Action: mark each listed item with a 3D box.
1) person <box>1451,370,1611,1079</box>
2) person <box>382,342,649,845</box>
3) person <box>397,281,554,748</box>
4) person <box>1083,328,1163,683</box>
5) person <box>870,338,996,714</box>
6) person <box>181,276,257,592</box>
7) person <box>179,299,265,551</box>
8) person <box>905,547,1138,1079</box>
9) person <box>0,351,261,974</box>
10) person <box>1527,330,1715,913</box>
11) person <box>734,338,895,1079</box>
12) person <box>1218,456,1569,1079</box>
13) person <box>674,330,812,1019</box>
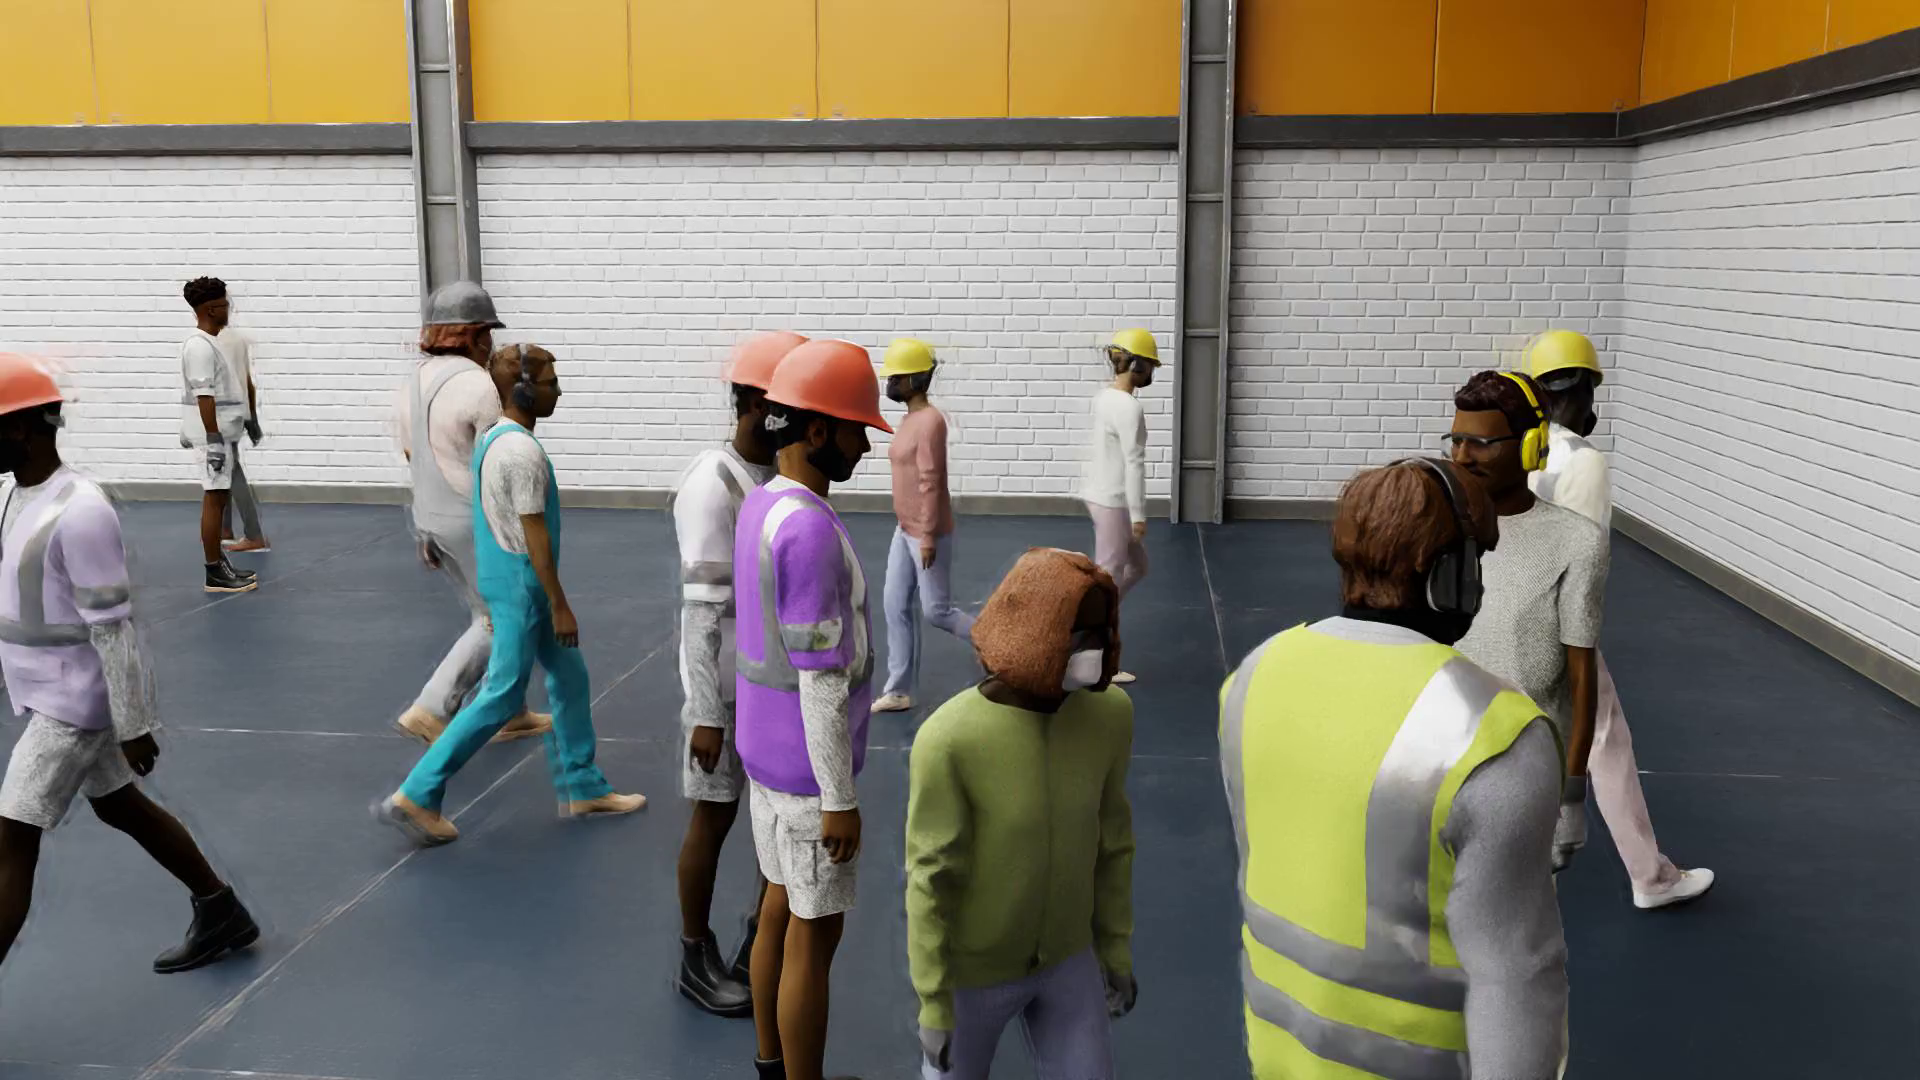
[{"bbox_3d":[1.238,0.539,3.849,0.332,1.864,0.505,-7,12,-34],"label":"person"},{"bbox_3d":[-1.636,0.195,5.979,0.902,1.814,0.518,-3,10,-19],"label":"person"},{"bbox_3d":[-2.055,-0.096,6.962,0.704,2.000,0.694,-9,13,-42],"label":"person"},{"bbox_3d":[0.787,-0.164,8.196,0.442,1.733,0.612,-1,10,-7],"label":"person"},{"bbox_3d":[-0.092,-0.053,7.582,0.707,1.739,0.534,-3,10,-19],"label":"person"},{"bbox_3d":[-4.650,-0.657,10.400,0.361,1.959,0.613,-4,11,-21],"label":"person"},{"bbox_3d":[-5.259,-0.824,11.706,0.746,1.842,0.508,1,10,8],"label":"person"},{"bbox_3d":[0.118,0.802,3.056,0.504,1.611,0.507,-6,12,-32],"label":"person"},{"bbox_3d":[-2.480,0.418,4.566,1.073,1.875,0.554,-9,13,-40],"label":"person"},{"bbox_3d":[2.041,0.255,5.475,0.757,1.864,0.632,-1,10,-5],"label":"person"},{"bbox_3d":[-0.329,0.502,3.865,0.372,1.928,0.543,-4,11,-20],"label":"person"},{"bbox_3d":[0.637,0.791,2.488,0.432,1.835,0.660,-5,11,-28],"label":"person"},{"bbox_3d":[-0.555,0.383,4.575,0.527,1.909,0.636,4,11,23],"label":"person"}]
